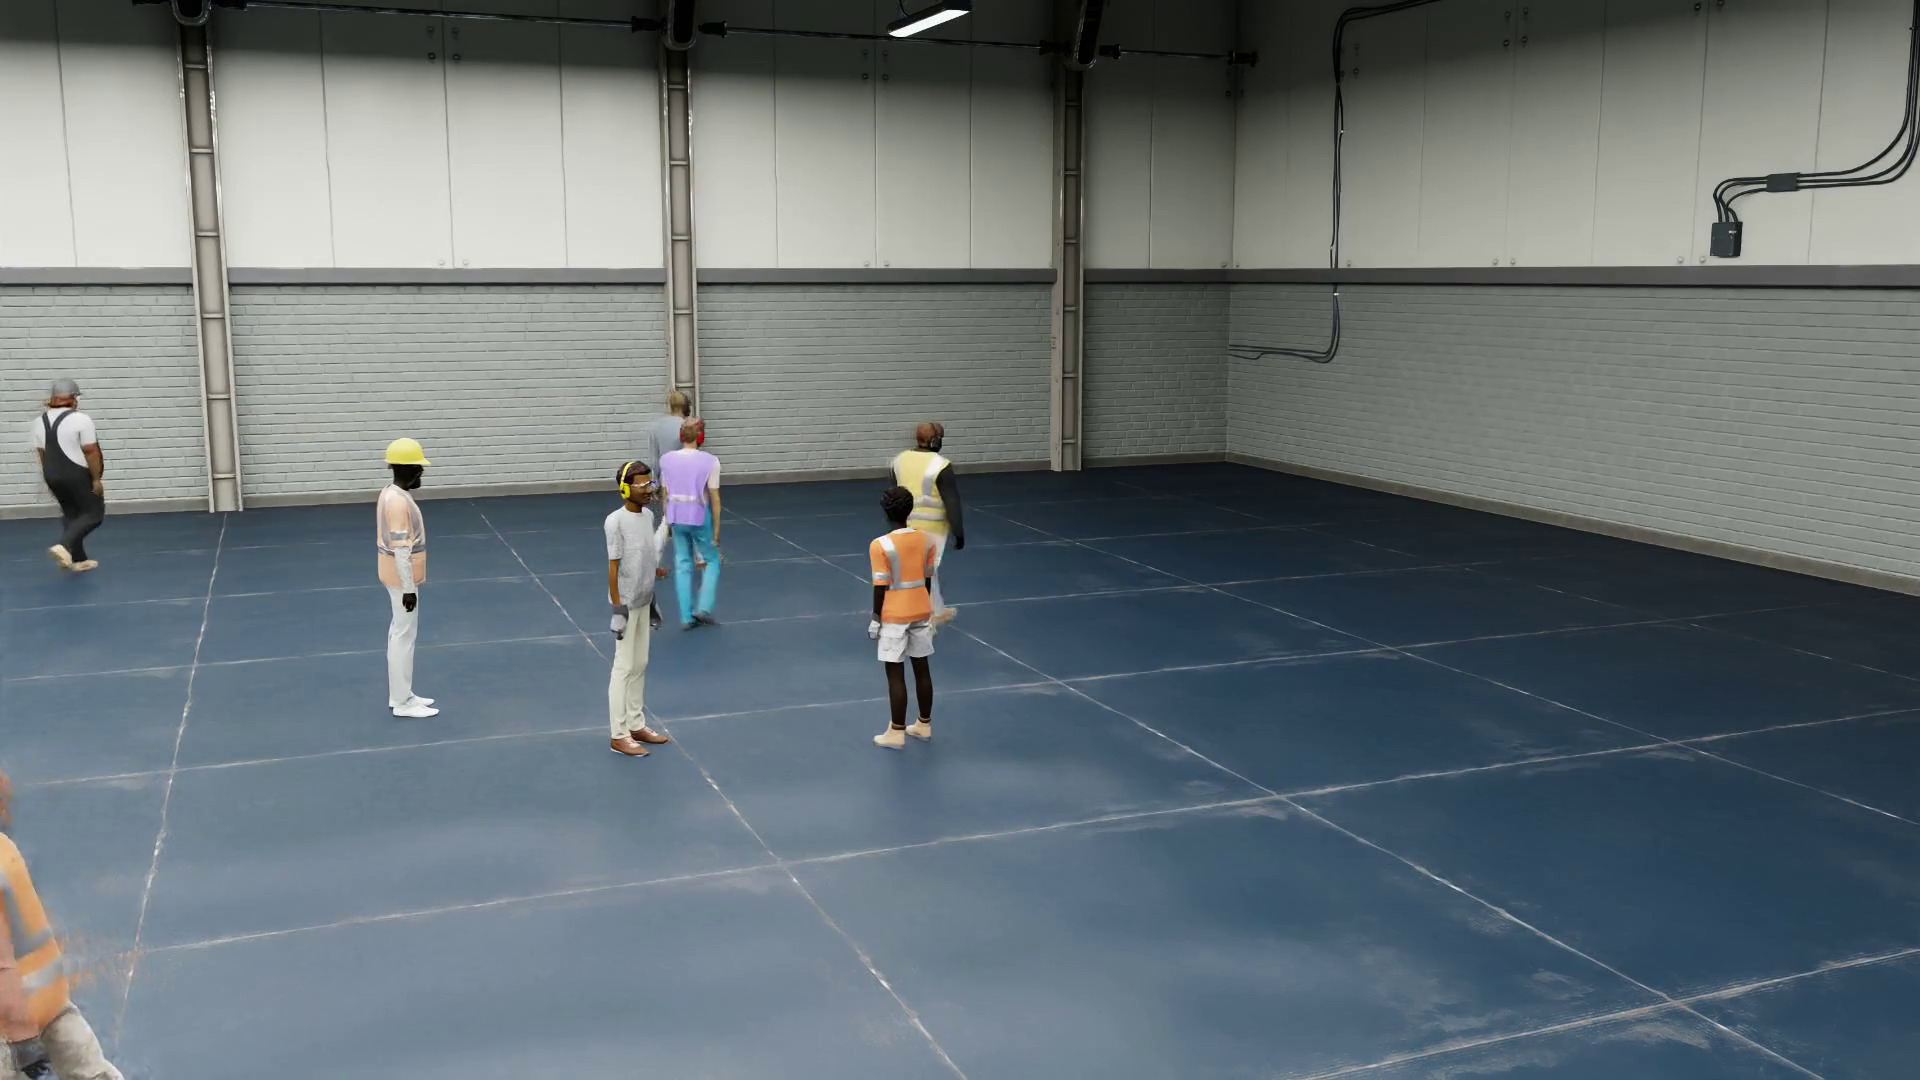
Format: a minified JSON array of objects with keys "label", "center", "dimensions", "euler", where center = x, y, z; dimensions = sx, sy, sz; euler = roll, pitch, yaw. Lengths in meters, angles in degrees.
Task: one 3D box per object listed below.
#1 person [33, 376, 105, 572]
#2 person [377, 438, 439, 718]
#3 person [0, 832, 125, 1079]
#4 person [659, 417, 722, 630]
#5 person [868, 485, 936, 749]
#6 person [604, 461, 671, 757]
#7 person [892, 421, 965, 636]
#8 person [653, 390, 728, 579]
[{"label":"person","center":[-9.021,-0.659,16.856],"dimensions":[0.693,2.000,0.676],"euler":[3,10,19]},{"label":"person","center":[-3.806,0.257,11.466],"dimensions":[0.381,1.922,0.594],"euler":[-4,10,-22]},{"label":"person","center":[-2.914,1.439,5.111],"dimensions":[0.910,1.582,0.565],"euler":[-3,10,-21]},{"label":"person","center":[-2.286,-0.131,14.219],"dimensions":[0.563,1.829,0.461],"euler":[2,9,14]},{"label":"person","center":[-0.374,0.492,10.691],"dimensions":[0.536,1.699,0.322],"euler":[-9,13,-44]},{"label":"person","center":[-2.062,0.423,10.602],"dimensions":[0.333,1.870,0.515],"euler":[3,10,19]},{"label":"person","center":[-0.185,-0.103,14.088],"dimensions":[0.645,1.807,0.848],"euler":[9,12,43]},{"label":"person","center":[-2.812,-0.562,16.736],"dimensions":[1.045,1.887,0.644],"euler":[-8,12,-41]}]
